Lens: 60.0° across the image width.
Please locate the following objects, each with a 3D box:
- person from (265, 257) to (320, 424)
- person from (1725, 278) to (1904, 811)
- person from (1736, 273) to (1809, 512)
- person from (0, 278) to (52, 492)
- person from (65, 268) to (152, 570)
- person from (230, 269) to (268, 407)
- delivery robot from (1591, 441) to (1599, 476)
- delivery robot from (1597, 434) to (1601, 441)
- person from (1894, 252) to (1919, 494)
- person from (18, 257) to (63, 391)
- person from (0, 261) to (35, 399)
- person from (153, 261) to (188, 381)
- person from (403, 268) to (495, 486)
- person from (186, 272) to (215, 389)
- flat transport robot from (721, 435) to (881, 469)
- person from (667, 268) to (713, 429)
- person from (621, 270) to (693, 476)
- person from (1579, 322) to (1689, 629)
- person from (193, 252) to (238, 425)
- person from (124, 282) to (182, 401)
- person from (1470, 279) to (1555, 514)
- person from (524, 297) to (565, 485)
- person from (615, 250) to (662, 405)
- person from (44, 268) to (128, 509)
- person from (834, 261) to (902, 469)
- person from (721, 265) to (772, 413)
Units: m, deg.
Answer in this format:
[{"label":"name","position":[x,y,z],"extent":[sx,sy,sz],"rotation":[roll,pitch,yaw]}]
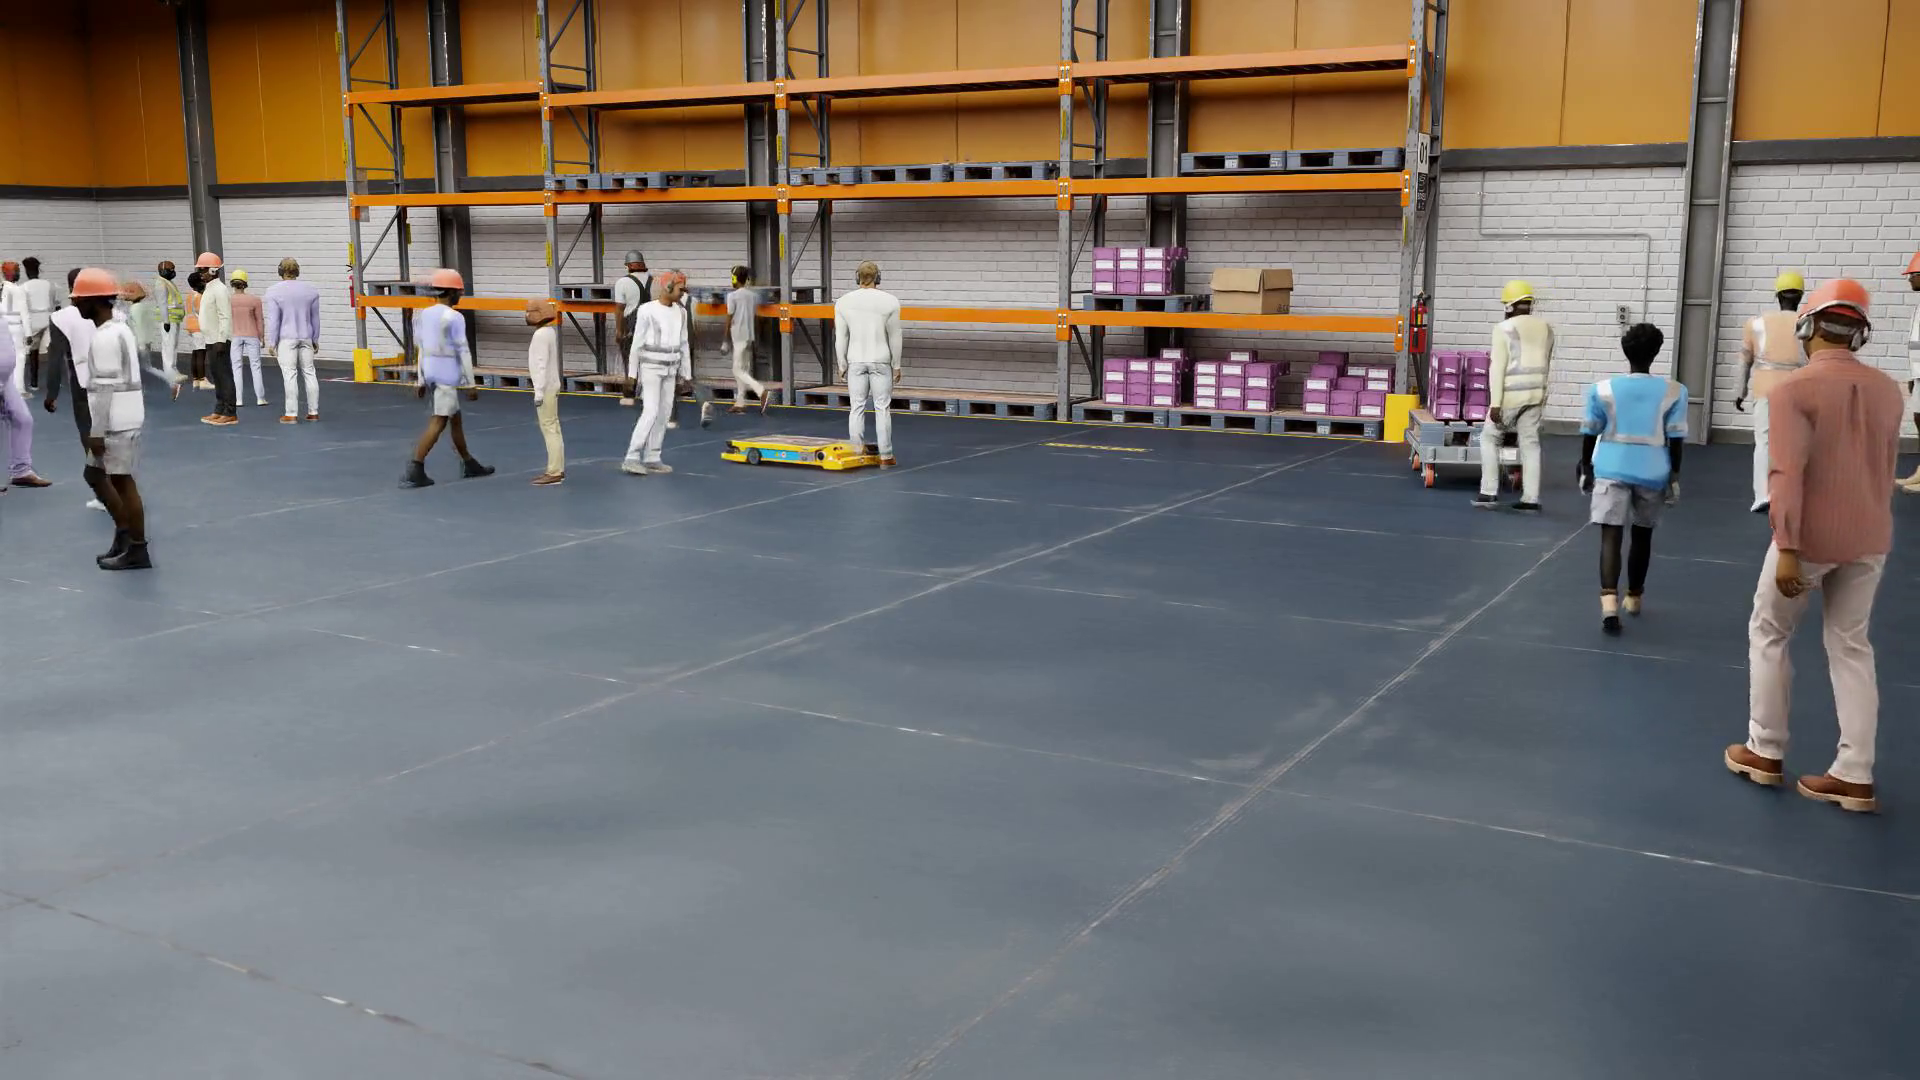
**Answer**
[{"label":"person","position":[-7.787,-2.325,19.449],"extent":[0.373,1.940,0.629],"rotation":[9,13,42]},{"label":"person","position":[3.246,0.003,6.241],"extent":[0.643,1.941,0.728],"rotation":[-2,10,-12]},{"label":"person","position":[6.430,-1.156,13.075],"extent":[0.604,1.866,1.020],"rotation":[5,11,27]},{"label":"person","position":[-8.073,-1.334,14.001],"extent":[0.742,1.882,0.642],"rotation":[-2,10,-9]},{"label":"person","position":[-5.442,-0.748,10.554],"extent":[0.496,1.924,0.569],"rotation":[-3,11,-18]},{"label":"person","position":[-9.269,-2.605,21.521],"extent":[0.523,1.769,0.320],"rotation":[-4,11,-19]},{"label":"delivery robot","position":[5.490,-0.686,13.822],"extent":[0.477,0.478,0.707],"rotation":[1,10,3]},{"label":"delivery robot","position":[5.701,-0.810,14.518],"extent":[0.477,0.478,0.707],"rotation":[3,11,18]},{"label":"person","position":[8.096,-1.403,13.988],"extent":[0.442,2.034,0.611],"rotation":[3,10,16]},{"label":"person","position":[-13.178,-3.088,23.837],"extent":[0.615,1.928,0.966],"rotation":[-7,12,-36]},{"label":"person","position":[-12.732,-2.815,22.406],"extent":[0.617,1.871,0.408],"rotation":[4,11,24]},{"label":"person","position":[-12.199,-3.383,25.712],"extent":[0.429,1.842,0.636],"rotation":[-2,10,-13]},{"label":"person","position":[-4.530,-1.421,14.525],"extent":[0.546,1.886,1.017],"rotation":[7,12,36]},{"label":"person","position":[-11.042,-3.034,24.144],"extent":[0.321,1.697,0.529],"rotation":[-9,13,-40]},{"label":"flat transport robot","position":[-1.509,-0.848,15.804],"extent":[1.431,0.197,0.652],"rotation":[6,12,31]},{"label":"person","position":[-3.123,-2.140,18.735],"extent":[0.518,1.829,0.754],"rotation":[-9,13,-42]},{"label":"person","position":[-2.723,-1.515,15.113],"extent":[0.428,1.848,0.632],"rotation":[7,12,34]},{"label":"person","position":[3.651,-0.350,9.050],"extent":[0.537,1.664,0.844],"rotation":[4,11,20]},{"label":"person","position":[-8.658,-2.337,19.354],"extent":[0.376,1.995,0.612],"rotation":[-8,13,-38]},{"label":"person","position":[-10.594,-2.553,21.652],"extent":[0.666,1.613,0.494],"rotation":[-1,10,-8]},{"label":"person","position":[4.289,-1.117,12.976],"extent":[0.625,1.808,0.678],"rotation":[-4,11,-22]},{"label":"person","position":[-3.621,-1.295,14.485],"extent":[0.268,1.631,0.507],"rotation":[-1,10,-4]},{"label":"person","position":[-4.255,-2.795,21.824],"extent":[0.682,2.000,0.535],"rotation":[-9,14,-42]},{"label":"person","position":[-6.842,-1.185,13.124],"extent":[0.491,1.897,0.630],"rotation":[6,12,31]},{"label":"person","position":[-0.842,-1.616,15.448],"extent":[0.628,1.935,0.373],"rotation":[1,10,6]},{"label":"person","position":[-2.622,-2.447,20.421],"extent":[0.731,1.843,0.524],"rotation":[6,12,30]}]
